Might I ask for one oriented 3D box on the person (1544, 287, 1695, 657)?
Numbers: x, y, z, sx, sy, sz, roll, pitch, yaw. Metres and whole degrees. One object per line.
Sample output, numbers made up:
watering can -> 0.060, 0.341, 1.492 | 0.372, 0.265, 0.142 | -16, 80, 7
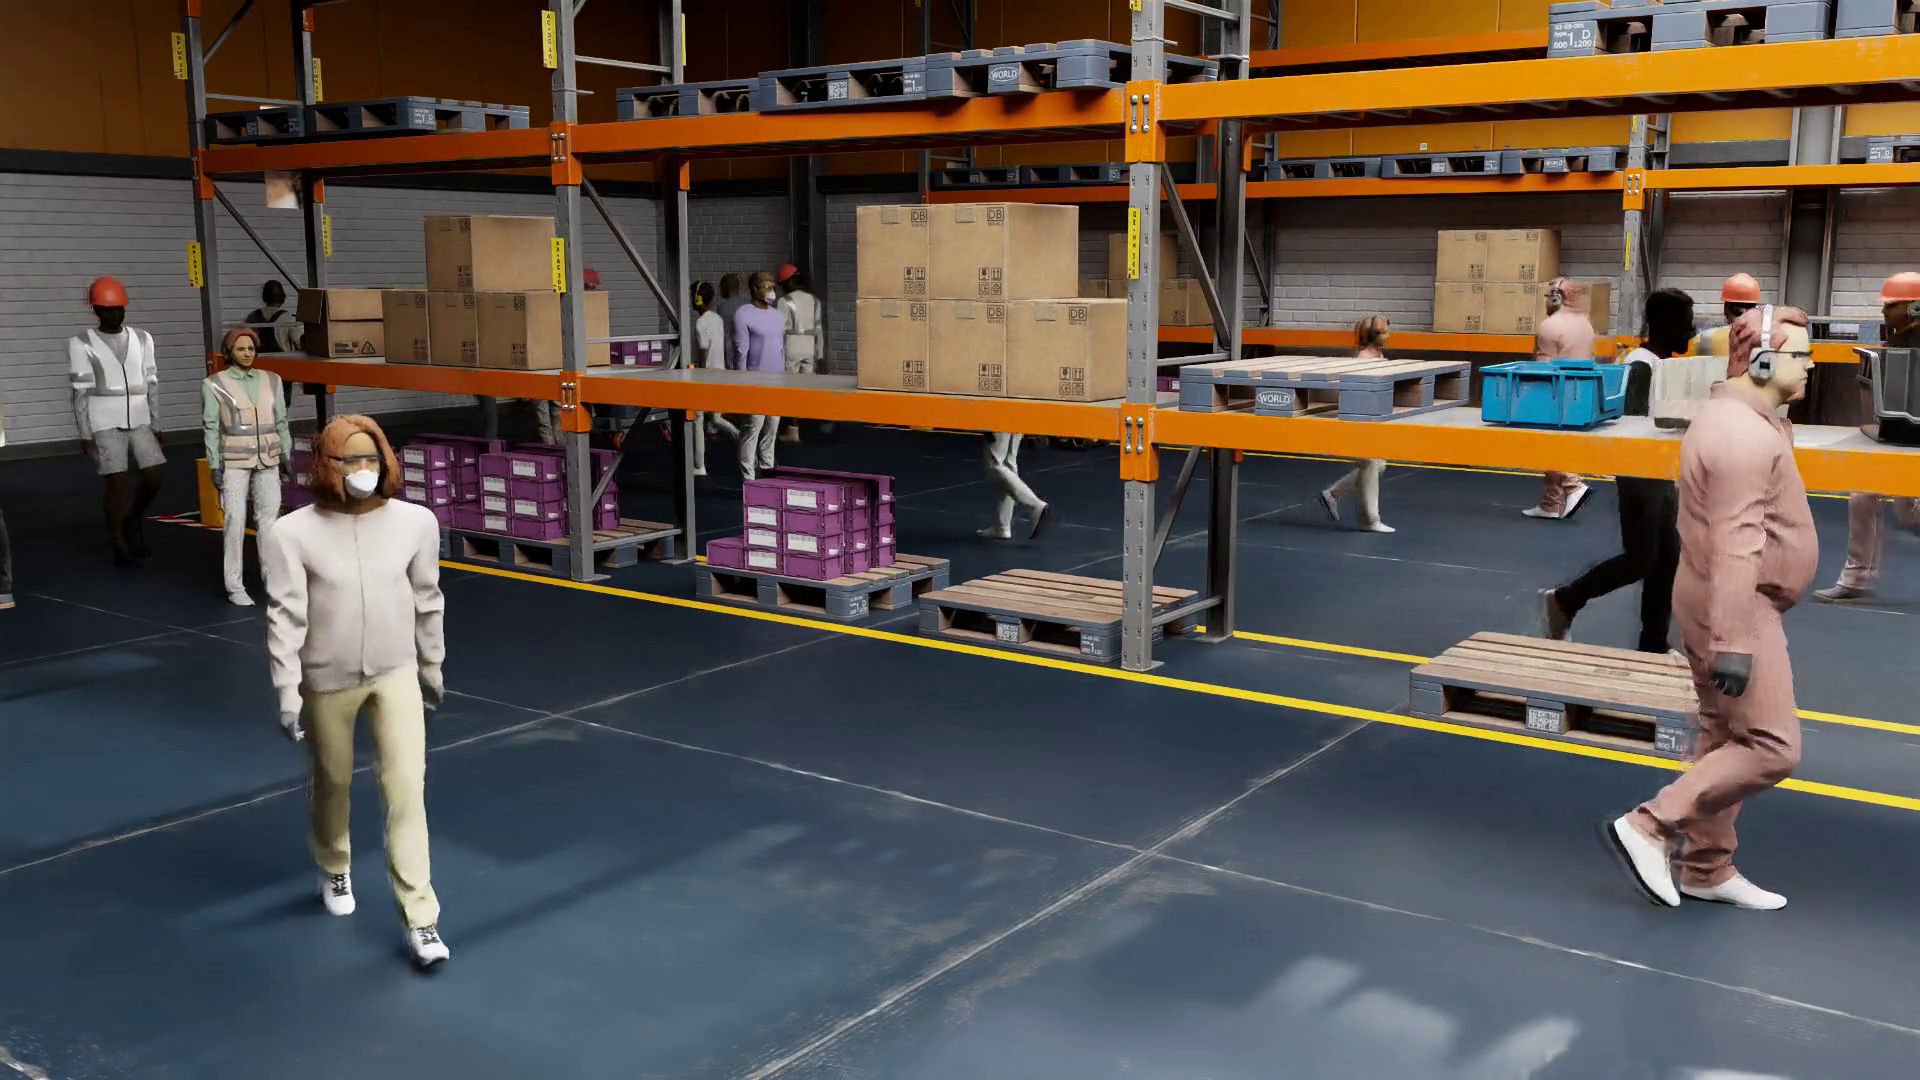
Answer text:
person -> 3.360, -0.306, 8.288 | 0.673, 1.900, 0.607 | 8, 12, 39

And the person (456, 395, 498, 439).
person -> -4.644, -1.607, 15.998 | 0.548, 1.907, 0.611 | -1, 10, -6

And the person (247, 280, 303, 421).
person -> -6.795, -1.675, 16.644 | 0.552, 1.821, 0.685 | 0, 10, 1

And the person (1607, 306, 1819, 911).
person -> 2.349, 0.238, 5.068 | 0.469, 1.890, 0.667 | 4, 10, 21

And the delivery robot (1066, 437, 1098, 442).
delivery robot -> 1.191, -1.285, 17.833 | 0.707, 0.478, 0.477 | 6, 11, 32

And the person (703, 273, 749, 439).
person -> -2.512, -2.040, 18.684 | 1.037, 1.892, 0.637 | 6, 11, 32

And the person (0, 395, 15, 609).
person -> -5.770, -0.574, 9.639 | 0.406, 1.987, 0.608 | -7, 12, -38

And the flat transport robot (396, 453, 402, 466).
flat transport robot -> -5.158, -0.639, 15.107 | 0.652, 0.197, 1.431 | -3, 10, -18

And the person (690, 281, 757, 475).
person -> -2.300, -1.504, 15.610 | 0.722, 1.851, 0.504 | 4, 10, 21

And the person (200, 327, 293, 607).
person -> -4.203, -0.434, 9.826 | 0.331, 1.639, 0.517 | 8, 12, 38

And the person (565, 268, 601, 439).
person -> -4.266, -2.141, 19.126 | 0.620, 1.931, 1.060 | 9, 13, 41

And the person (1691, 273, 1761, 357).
person -> 4.966, -0.734, 10.703 | 0.549, 1.942, 0.344 | 6, 11, 30

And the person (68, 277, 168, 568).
person -> -5.522, -0.764, 10.948 | 0.403, 1.918, 0.565 | 8, 12, 40

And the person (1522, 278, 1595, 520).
person -> 4.647, -1.073, 12.859 | 0.666, 1.893, 0.542 | -8, 12, -40

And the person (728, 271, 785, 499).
person -> -1.678, -1.303, 14.105 | 0.372, 1.940, 0.631 | 6, 11, 32

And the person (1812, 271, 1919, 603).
person -> 5.543, -0.573, 9.682 | 0.873, 1.965, 0.622 | 0, 10, 1

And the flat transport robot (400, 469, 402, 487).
flat transport robot -> -4.576, -0.491, 14.225 | 1.431, 0.197, 0.652 | -3, 10, -18

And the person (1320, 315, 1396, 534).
person -> 2.997, -0.863, 12.391 | 0.507, 1.624, 0.530 | 4, 10, 24

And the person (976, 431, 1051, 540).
person -> 0.388, -0.916, 11.879 | 0.668, 1.911, 0.588 | 8, 13, 41

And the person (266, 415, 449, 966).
person -> -1.768, 0.417, 4.916 | 0.518, 1.583, 0.896 | -6, 11, -31

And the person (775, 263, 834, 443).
person -> -1.742, -2.052, 18.388 | 0.688, 1.997, 0.662 | 8, 12, 40

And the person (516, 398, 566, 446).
person -> -3.854, -1.348, 15.326 | 0.562, 1.605, 0.543 | -7, 12, -37
